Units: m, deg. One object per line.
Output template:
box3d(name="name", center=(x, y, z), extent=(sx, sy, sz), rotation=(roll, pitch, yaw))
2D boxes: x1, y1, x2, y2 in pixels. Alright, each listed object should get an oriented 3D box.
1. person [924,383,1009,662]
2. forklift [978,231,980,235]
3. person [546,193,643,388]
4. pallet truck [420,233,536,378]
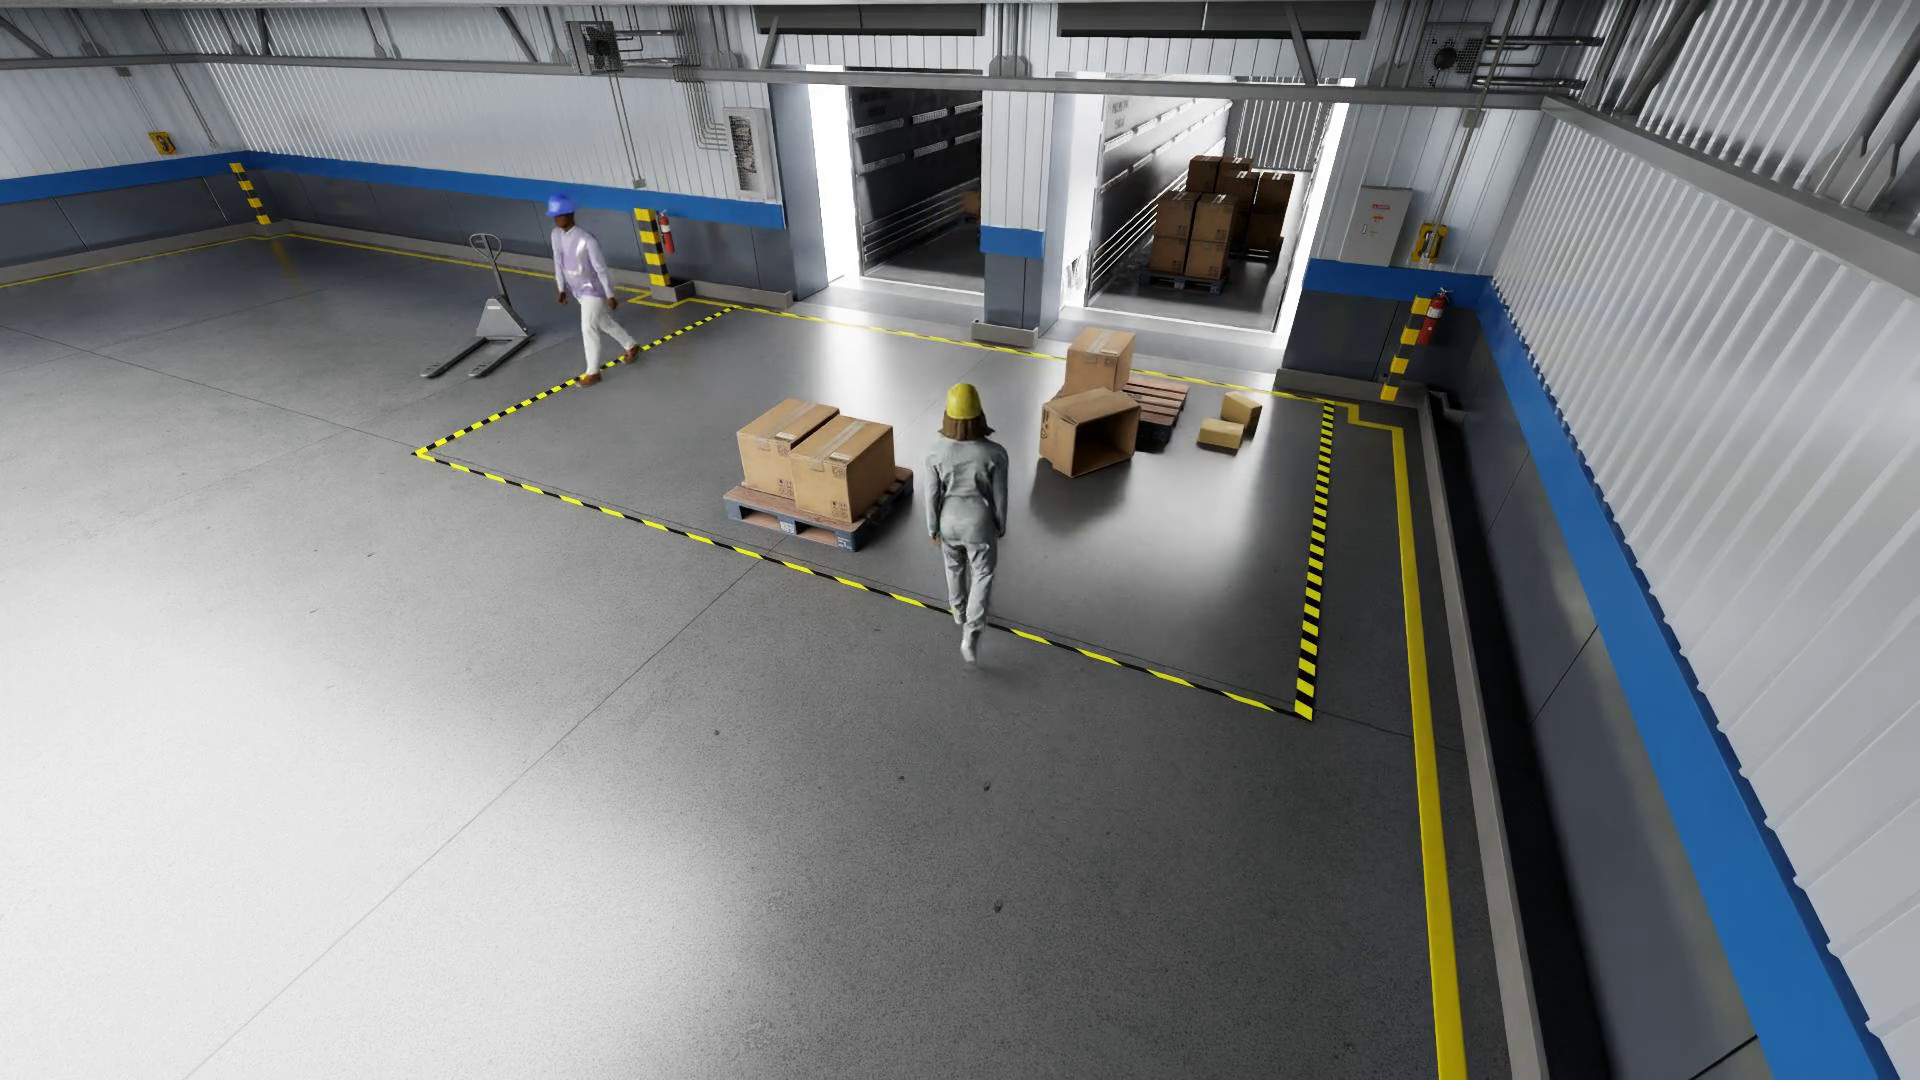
box3d(name="person", center=(0.025, -0.062, 4.290), extent=(0.477, 1.718, 0.752), rotation=(6, 36, 8))
box3d(name="forklift", center=(1.033, -6.702, 13.338), extent=(0.716, 2.013, 0.776), rotation=(15, 38, 20))
box3d(name="person", center=(-3.958, -2.670, 7.807), extent=(0.612, 1.899, 1.009), rotation=(19, 40, 24))
box3d(name="pallet truck", center=(-5.664, -2.712, 8.427), extent=(0.680, 1.201, 1.601), rotation=(0, 35, -1))
